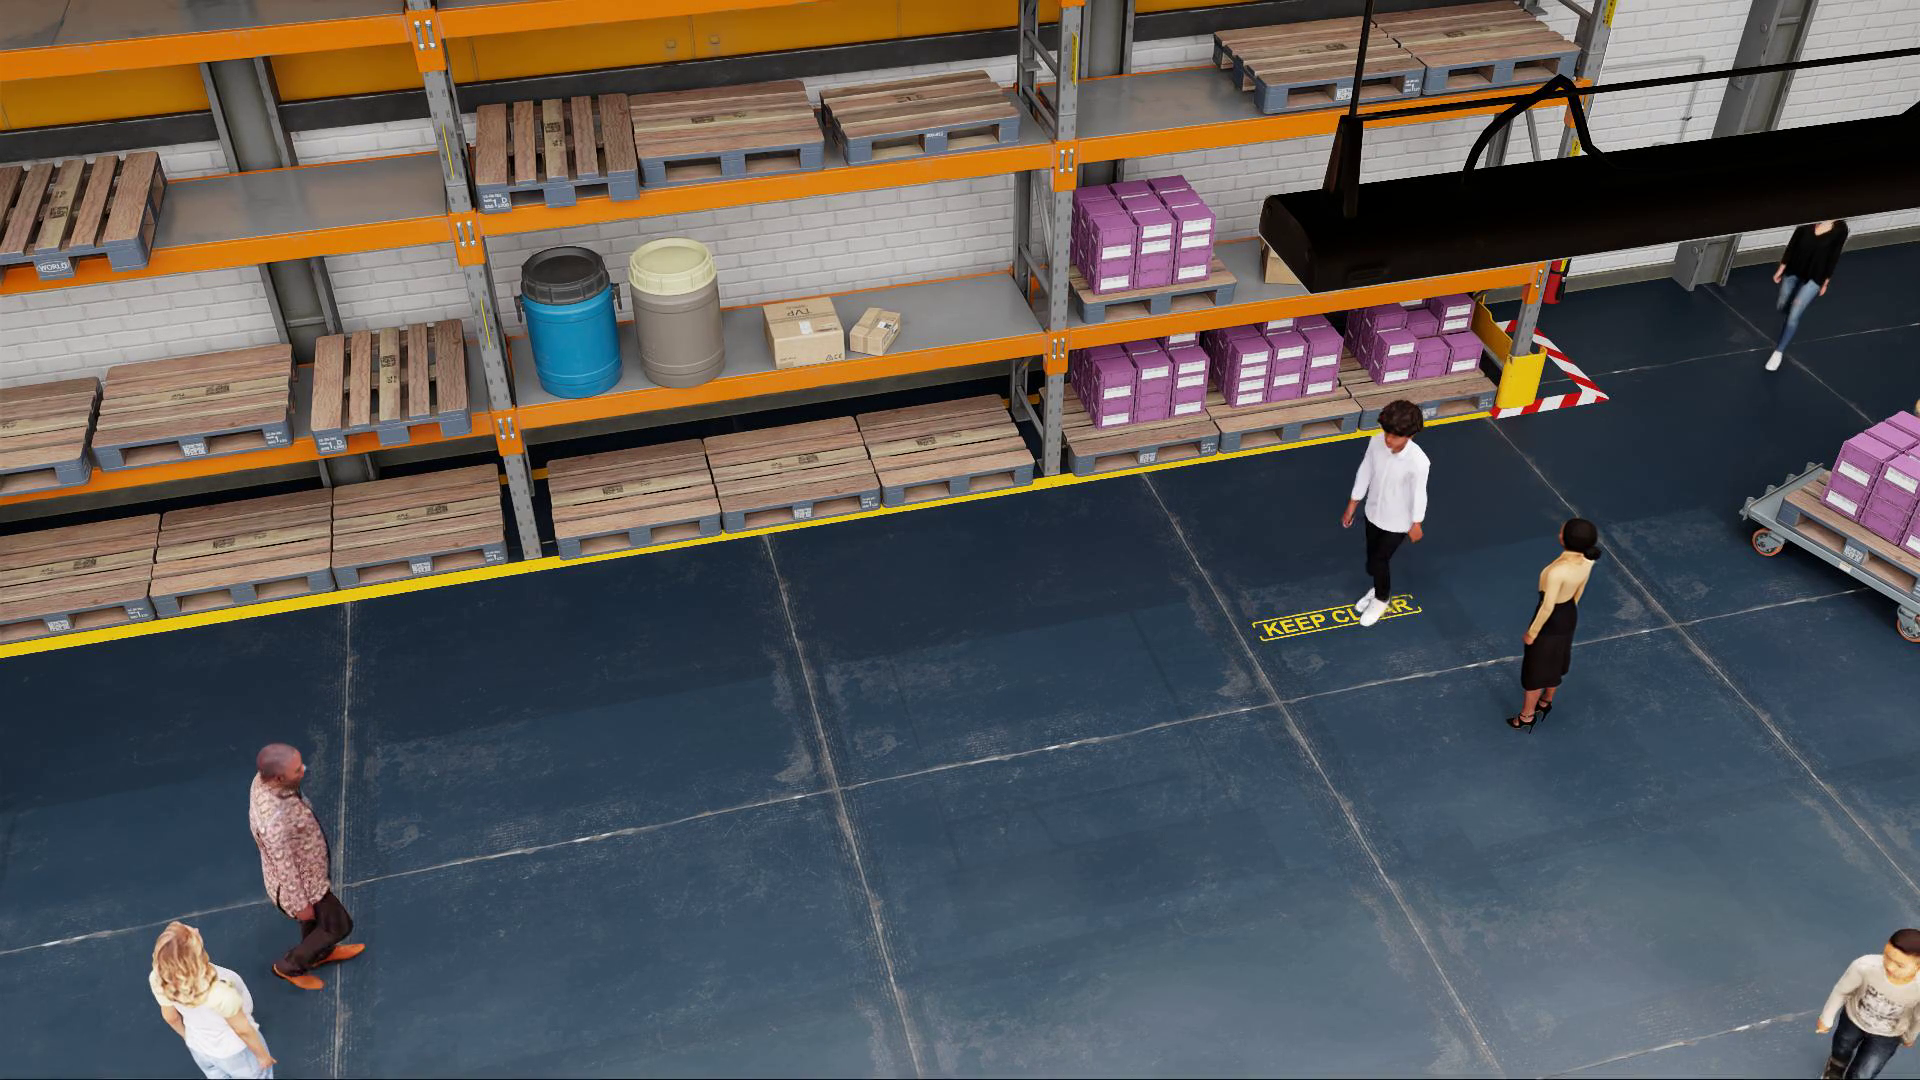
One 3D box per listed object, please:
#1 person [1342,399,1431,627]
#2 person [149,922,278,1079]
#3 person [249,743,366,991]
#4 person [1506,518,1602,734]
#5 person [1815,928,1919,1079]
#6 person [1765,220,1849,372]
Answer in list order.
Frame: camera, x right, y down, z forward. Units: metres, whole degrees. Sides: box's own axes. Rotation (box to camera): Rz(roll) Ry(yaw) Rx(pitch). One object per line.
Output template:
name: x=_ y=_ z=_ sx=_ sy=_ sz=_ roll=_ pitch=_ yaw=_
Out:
person: x=2.964 y=-0.235 z=11.269 sx=0.756 sy=1.786 sz=0.727 roll=-22 pitch=44 yaw=-25
person: x=-3.526 y=2.433 z=7.979 sx=0.653 sy=1.723 sz=0.772 roll=10 pitch=40 yaw=12
person: x=-3.565 y=1.783 z=8.748 sx=0.750 sy=1.778 sz=0.752 roll=-15 pitch=41 yaw=-18
person: x=3.708 y=0.533 z=10.414 sx=0.597 sy=1.654 sz=0.716 roll=-25 pitch=45 yaw=-28
person: x=4.583 y=2.361 z=8.296 sx=0.870 sy=1.440 sz=0.997 roll=23 pitch=44 yaw=26
person: x=7.089 y=-2.250 z=13.921 sx=0.850 sy=1.626 sz=1.037 roll=32 pitch=48 yaw=33
